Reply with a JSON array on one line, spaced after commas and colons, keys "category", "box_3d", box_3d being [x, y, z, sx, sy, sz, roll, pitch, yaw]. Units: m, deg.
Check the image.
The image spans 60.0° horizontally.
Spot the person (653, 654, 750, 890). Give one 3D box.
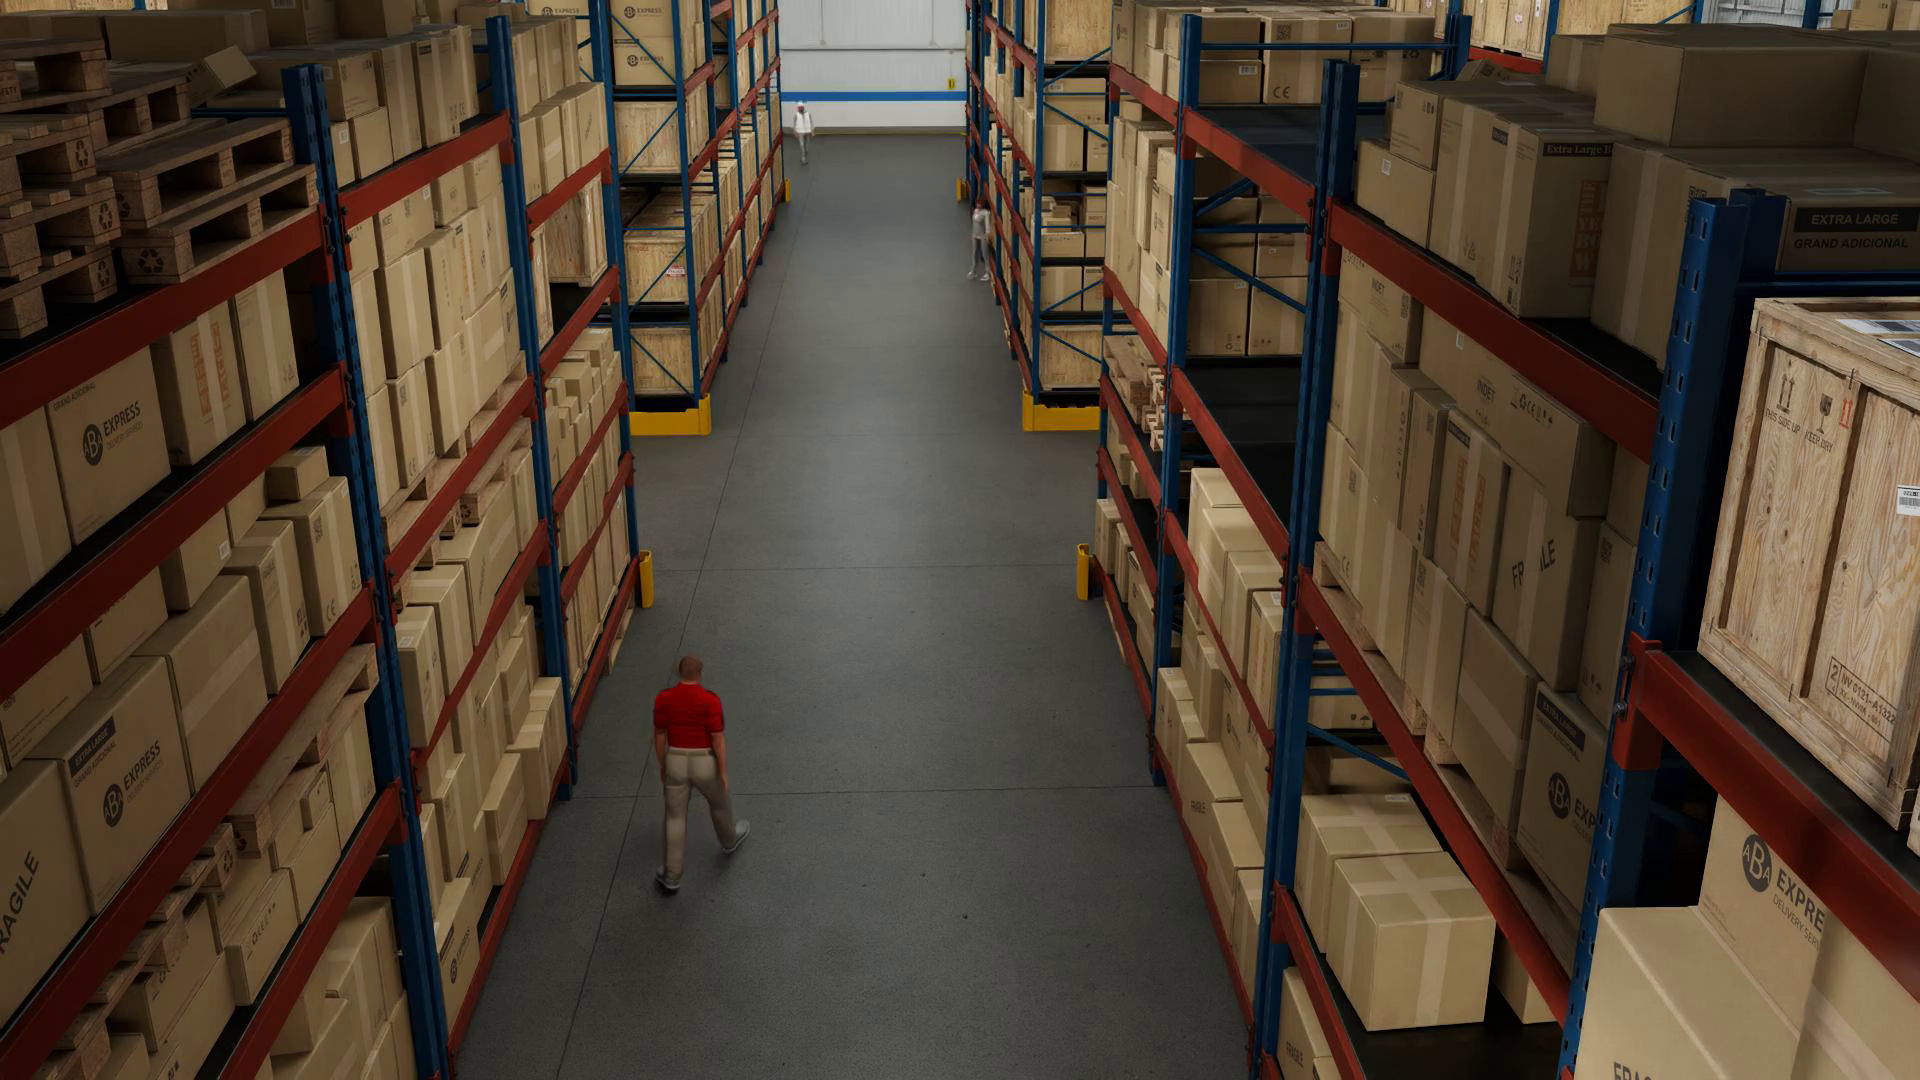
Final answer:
[{"category": "person", "box_3d": [-1.946, 1.637, 12.210, 0.589, 1.683, 0.948, 3, 21, 7]}]

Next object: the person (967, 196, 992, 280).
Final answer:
[{"category": "person", "box_3d": [0.387, -5.886, 32.465, 0.428, 1.609, 0.423, -18, 27, -40]}]

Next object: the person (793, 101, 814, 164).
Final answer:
[{"category": "person", "box_3d": [-4.481, -11.766, 48.028, 0.546, 1.740, 0.920, -8, 22, -21]}]
